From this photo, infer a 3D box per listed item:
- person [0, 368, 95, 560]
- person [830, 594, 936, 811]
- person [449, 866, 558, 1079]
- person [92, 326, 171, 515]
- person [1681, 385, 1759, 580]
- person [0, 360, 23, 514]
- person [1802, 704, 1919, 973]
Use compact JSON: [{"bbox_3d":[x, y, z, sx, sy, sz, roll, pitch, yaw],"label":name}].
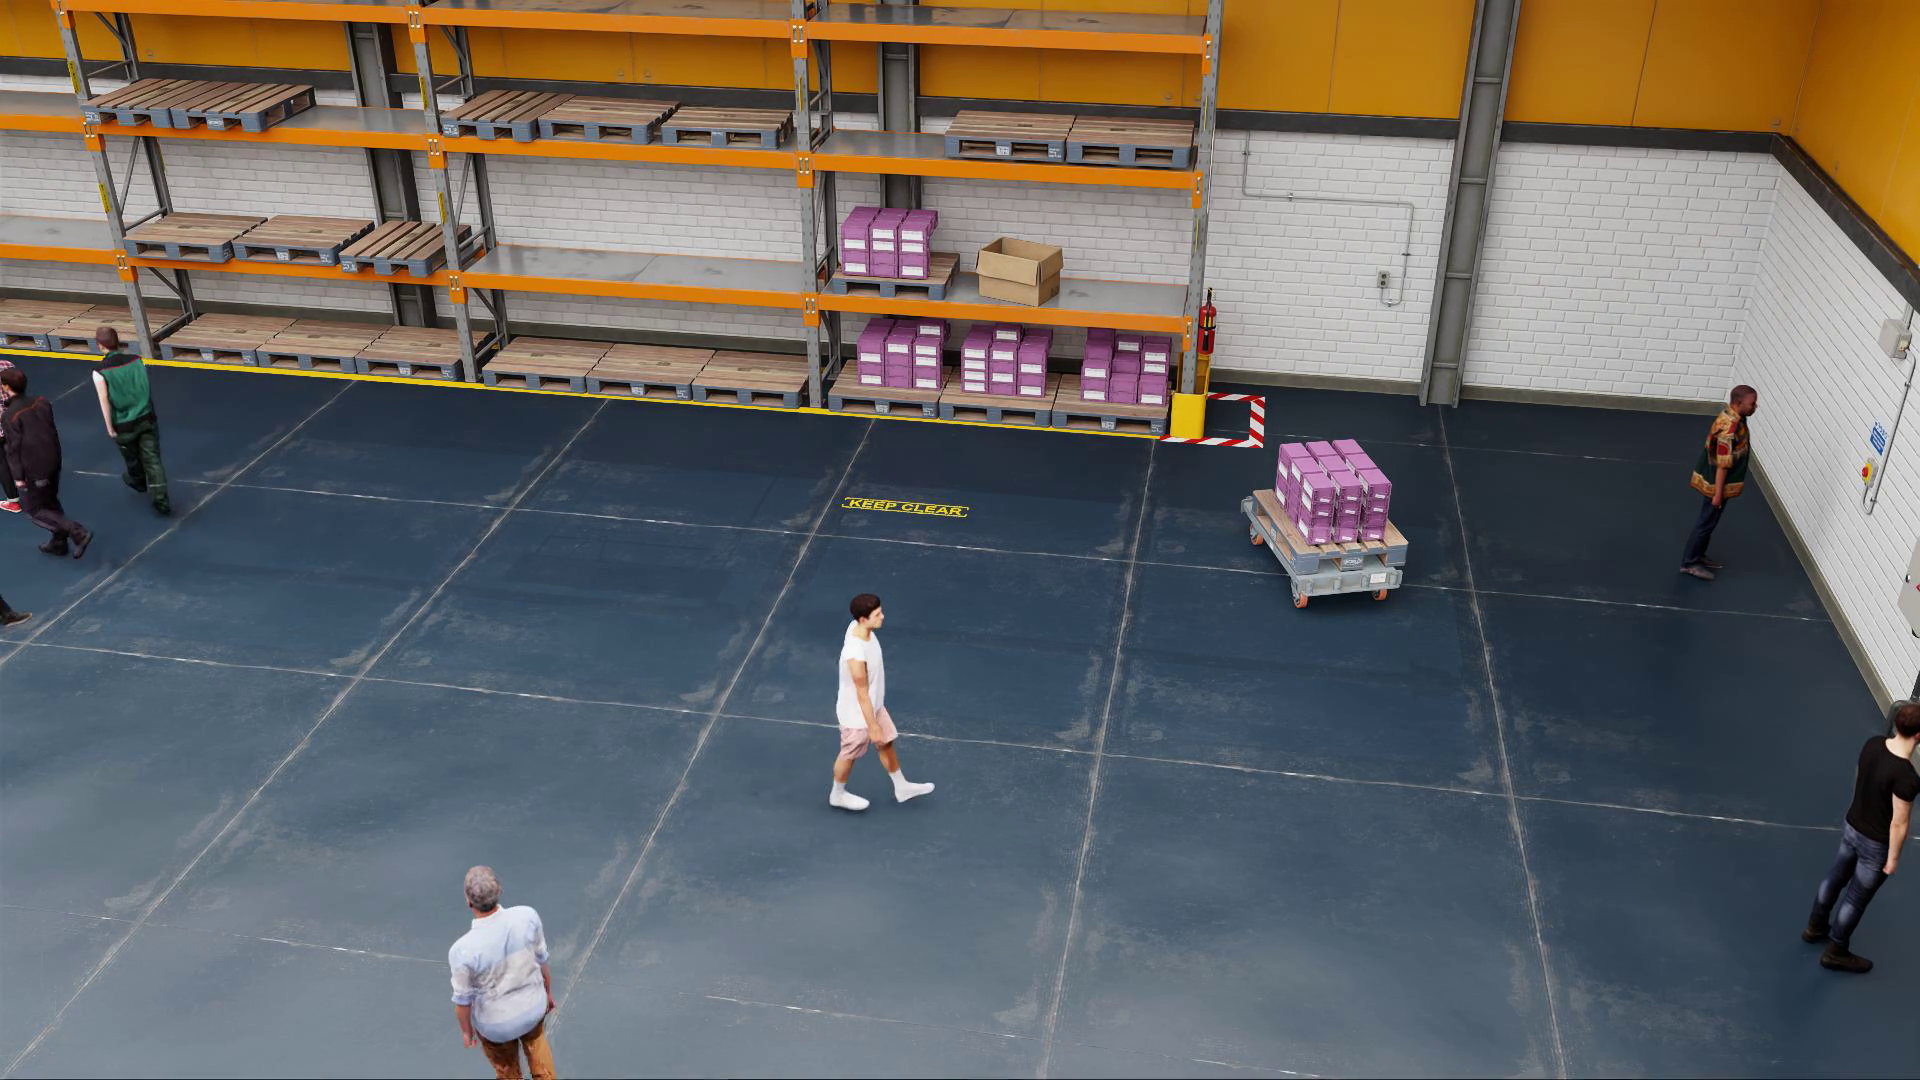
[{"bbox_3d":[-8.093,-0.640,14.746,0.901,1.822,0.724,4,29,7],"label":"person"},{"bbox_3d":[-0.770,1.149,11.536,0.975,1.755,0.702,3,29,6],"label":"person"},{"bbox_3d":[-2.374,2.543,8.916,0.854,1.818,0.905,-22,35,-34],"label":"person"},{"bbox_3d":[-7.708,-1.076,15.591,1.202,1.779,1.063,25,37,38],"label":"person"},{"bbox_3d":[6.648,-0.534,14.569,0.783,1.805,0.775,16,33,27],"label":"person"},{"bbox_3d":[-9.037,-1.110,15.673,0.791,1.760,0.790,20,35,33],"label":"person"},{"bbox_3d":[5.585,1.799,10.200,0.627,1.894,0.698,-2,29,-3],"label":"person"}]
